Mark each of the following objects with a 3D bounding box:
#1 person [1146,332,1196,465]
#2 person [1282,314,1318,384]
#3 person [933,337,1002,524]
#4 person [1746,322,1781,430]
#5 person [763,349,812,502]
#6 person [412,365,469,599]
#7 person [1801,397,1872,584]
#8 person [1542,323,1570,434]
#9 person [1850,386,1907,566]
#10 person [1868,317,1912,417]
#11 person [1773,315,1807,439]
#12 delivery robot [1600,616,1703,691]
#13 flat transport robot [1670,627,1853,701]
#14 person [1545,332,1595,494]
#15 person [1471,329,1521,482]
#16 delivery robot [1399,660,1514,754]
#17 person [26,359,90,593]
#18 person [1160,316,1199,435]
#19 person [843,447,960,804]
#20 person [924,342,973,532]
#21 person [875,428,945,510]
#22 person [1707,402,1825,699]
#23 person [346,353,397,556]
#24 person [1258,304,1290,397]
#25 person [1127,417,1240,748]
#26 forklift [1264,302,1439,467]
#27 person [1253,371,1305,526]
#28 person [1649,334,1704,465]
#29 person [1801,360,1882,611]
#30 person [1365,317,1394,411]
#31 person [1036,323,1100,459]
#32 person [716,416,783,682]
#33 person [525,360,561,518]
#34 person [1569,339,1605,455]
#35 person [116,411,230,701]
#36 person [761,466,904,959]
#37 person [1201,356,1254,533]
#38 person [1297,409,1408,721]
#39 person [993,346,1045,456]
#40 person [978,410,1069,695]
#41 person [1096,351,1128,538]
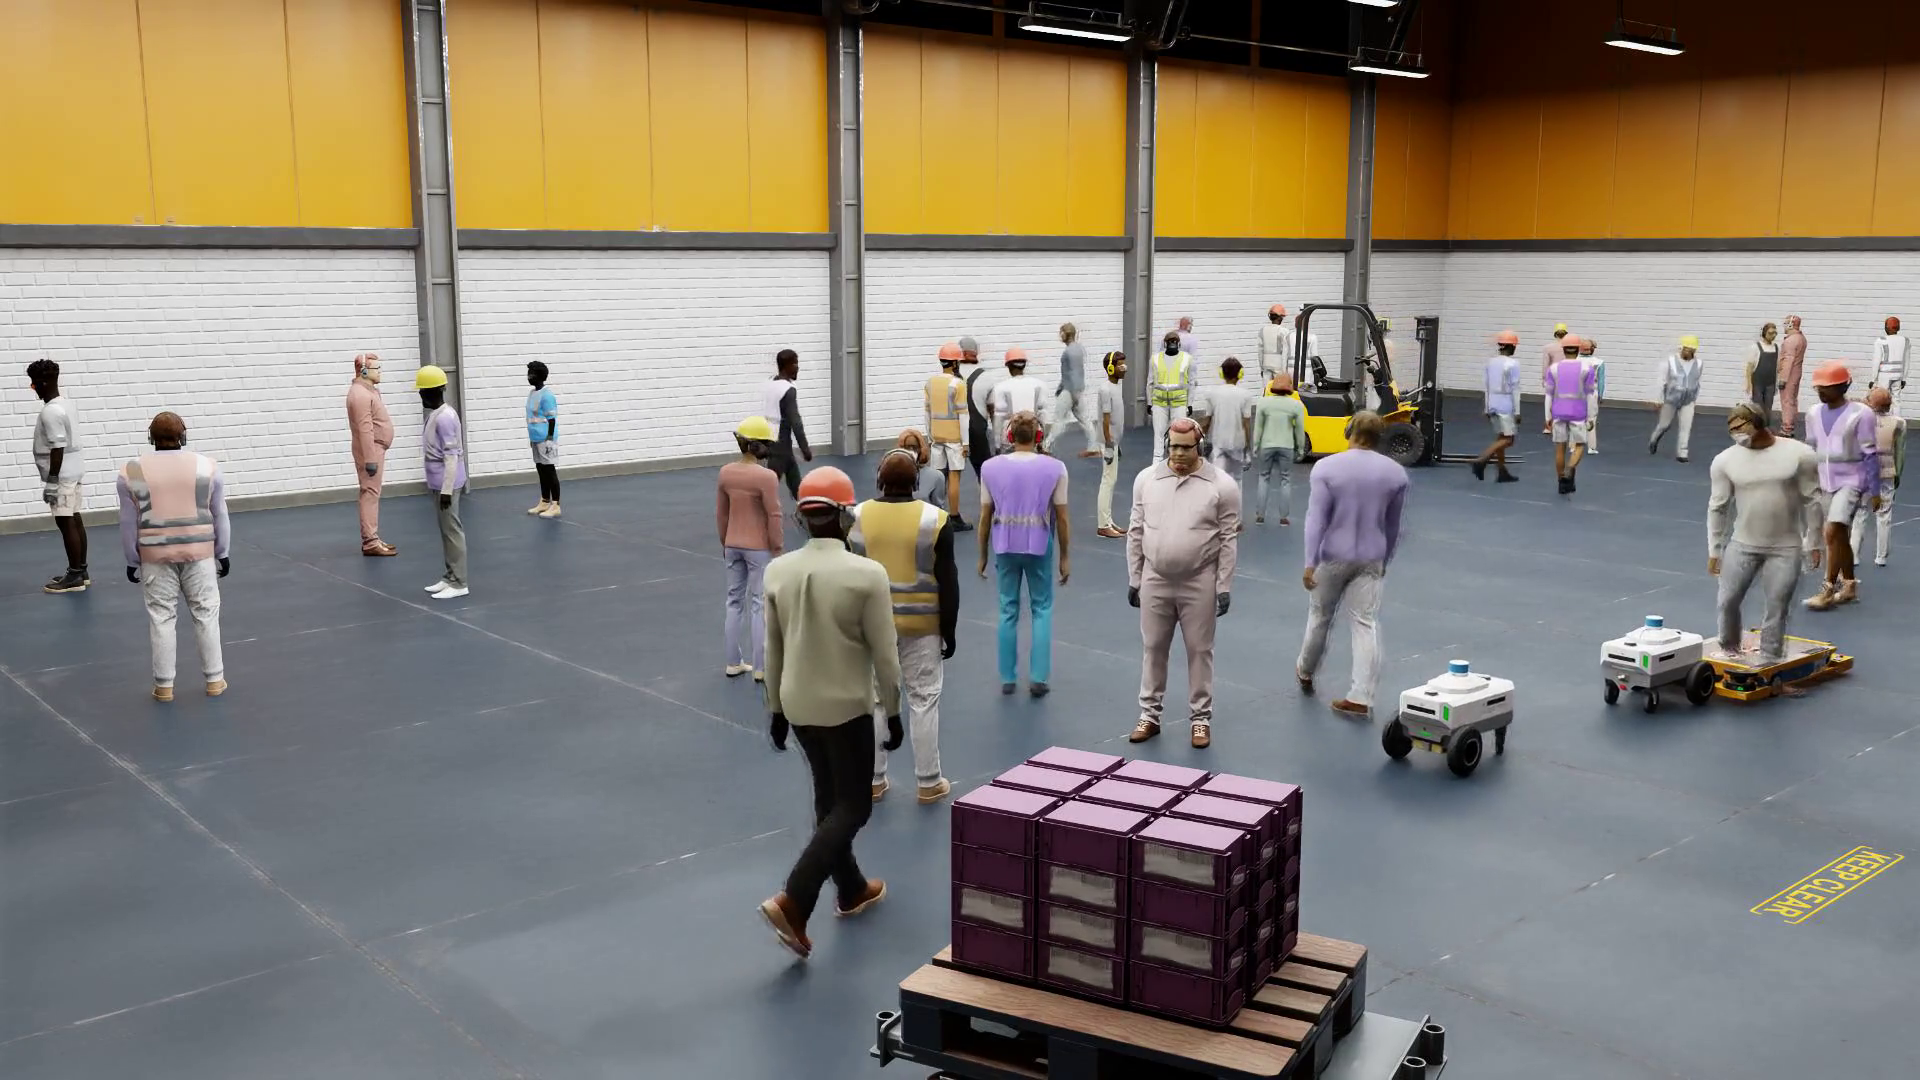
[{"bbox_3d":[2.716,-1.770,21.523,0.633,1.846,0.429,3,10,16],"label":"person"},{"bbox_3d":[5.465,-2.684,26.758,0.579,1.881,0.342,5,11,27],"label":"person"},{"bbox_3d":[0.063,-1.161,17.385,0.872,2.000,0.589,0,10,0],"label":"person"},{"bbox_3d":[11.965,-2.327,24.810,0.529,1.835,0.509,-1,10,-8],"label":"person"},{"bbox_3d":[-1.691,-0.997,16.908,1.018,1.863,0.611,-4,11,-24],"label":"person"},{"bbox_3d":[-4.270,-0.475,13.707,0.383,1.923,0.589,-4,11,-23],"label":"person"},{"bbox_3d":[7.565,-0.435,14.396,0.510,1.614,0.544,9,14,44],"label":"person"},{"bbox_3d":[9.461,-2.543,26.279,0.522,1.770,0.310,2,10,14],"label":"person"},{"bbox_3d":[8.282,-0.569,15.090,0.514,1.641,0.307,1,10,7],"label":"person"},{"bbox_3d":[14.304,-2.488,25.614,0.572,1.884,0.356,-1,10,-3],"label":"person"},{"bbox_3d":[12.782,-2.511,25.677,0.410,1.909,0.642,8,13,39],"label":"person"},{"bbox_3d":[4.343,0.720,10.441,0.707,0.478,0.477,-8,12,-37],"label":"delivery robot"},{"bbox_3d":[5.268,0.806,11.037,1.431,0.197,0.652,-7,12,-37],"label":"flat transport robot"},{"bbox_3d":[7.167,-1.481,19.583,0.574,1.925,0.505,6,11,30],"label":"person"},{"bbox_3d":[6.647,-1.638,20.529,0.731,1.918,0.548,-4,10,-22],"label":"person"},{"bbox_3d":[2.782,0.916,9.295,0.707,0.478,0.477,-8,13,-40],"label":"delivery robot"},{"bbox_3d":[-7.575,-0.540,13.987,0.376,1.959,0.600,-3,10,-15],"label":"person"},{"bbox_3d":[3.468,-2.586,26.220,0.712,1.865,0.674,-9,13,-44],"label":"person"},{"bbox_3d":[-0.301,0.446,8.559,0.634,1.842,0.429,2,10,12],"label":"person"},{"bbox_3d":[-0.103,-1.055,17.062,0.552,1.935,0.368,8,13,41],"label":"person"},{"bbox_3d":[-0.348,0.039,11.539,0.497,1.636,0.286,-1,10,-4],"label":"person"},{"bbox_3d":[5.162,0.060,10.707,0.704,1.893,0.365,5,11,29],"label":"person"},{"bbox_3d":[-5.537,-0.802,15.674,0.409,1.907,0.651,-3,10,-19],"label":"person"},{"bbox_3d":[5.136,-2.819,27.087,0.608,2.043,0.374,9,14,44],"label":"person"},{"bbox_3d":[1.261,0.243,9.567,0.641,1.905,0.410,3,10,19],"label":"person"},{"bbox_3d":[5.320,-2.157,22.763,2.313,2.155,1.214,3,10,16],"label":"forklift"},{"bbox_3d":[3.330,-0.948,17.362,0.523,1.625,0.308,2,10,13],"label":"person"},{"bbox_3d":[9.809,-1.952,22.805,0.610,1.784,0.855,0,10,1],"label":"person"},{"bbox_3d":[6.962,-0.432,13.271,0.812,1.990,0.635,-3,10,-18],"label":"person"},{"bbox_3d":[6.240,-2.366,24.793,0.513,1.916,0.601,-4,10,-20],"label":"person"},{"bbox_3d":[1.477,-2.058,23.076,1.036,1.881,0.651,2,10,11],"label":"person"},{"bbox_3d":[-1.375,0.057,11.069,0.533,1.762,0.328,7,12,35],"label":"person"},{"bbox_3d":[-4.512,-1.087,17.954,0.318,1.695,0.540,-7,12,-35],"label":"person"},{"bbox_3d":[8.878,-2.028,23.638,0.514,1.636,0.315,6,11,32],"label":"person"},{"bbox_3d":[-4.971,0.102,10.569,0.633,1.843,0.429,-5,11,-27],"label":"person"},{"bbox_3d":[-0.560,0.687,6.808,0.632,1.968,0.831,6,11,32],"label":"person"},{"bbox_3d":[2.650,-0.914,16.620,0.543,1.825,0.952,4,10,22],"label":"person"},{"bbox_3d":[2.415,0.123,10.369,0.670,1.870,0.984,-1,10,-6],"label":"person"},{"bbox_3d":[0.616,-1.032,17.026,0.553,1.904,0.608,-2,10,-13],"label":"person"},{"bbox_3d":[0.403,0.092,10.642,0.583,1.847,0.379,2,10,9],"label":"person"},{"bbox_3d":[1.538,-0.959,16.698,0.323,1.871,0.528,2,10,13],"label":"person"}]
